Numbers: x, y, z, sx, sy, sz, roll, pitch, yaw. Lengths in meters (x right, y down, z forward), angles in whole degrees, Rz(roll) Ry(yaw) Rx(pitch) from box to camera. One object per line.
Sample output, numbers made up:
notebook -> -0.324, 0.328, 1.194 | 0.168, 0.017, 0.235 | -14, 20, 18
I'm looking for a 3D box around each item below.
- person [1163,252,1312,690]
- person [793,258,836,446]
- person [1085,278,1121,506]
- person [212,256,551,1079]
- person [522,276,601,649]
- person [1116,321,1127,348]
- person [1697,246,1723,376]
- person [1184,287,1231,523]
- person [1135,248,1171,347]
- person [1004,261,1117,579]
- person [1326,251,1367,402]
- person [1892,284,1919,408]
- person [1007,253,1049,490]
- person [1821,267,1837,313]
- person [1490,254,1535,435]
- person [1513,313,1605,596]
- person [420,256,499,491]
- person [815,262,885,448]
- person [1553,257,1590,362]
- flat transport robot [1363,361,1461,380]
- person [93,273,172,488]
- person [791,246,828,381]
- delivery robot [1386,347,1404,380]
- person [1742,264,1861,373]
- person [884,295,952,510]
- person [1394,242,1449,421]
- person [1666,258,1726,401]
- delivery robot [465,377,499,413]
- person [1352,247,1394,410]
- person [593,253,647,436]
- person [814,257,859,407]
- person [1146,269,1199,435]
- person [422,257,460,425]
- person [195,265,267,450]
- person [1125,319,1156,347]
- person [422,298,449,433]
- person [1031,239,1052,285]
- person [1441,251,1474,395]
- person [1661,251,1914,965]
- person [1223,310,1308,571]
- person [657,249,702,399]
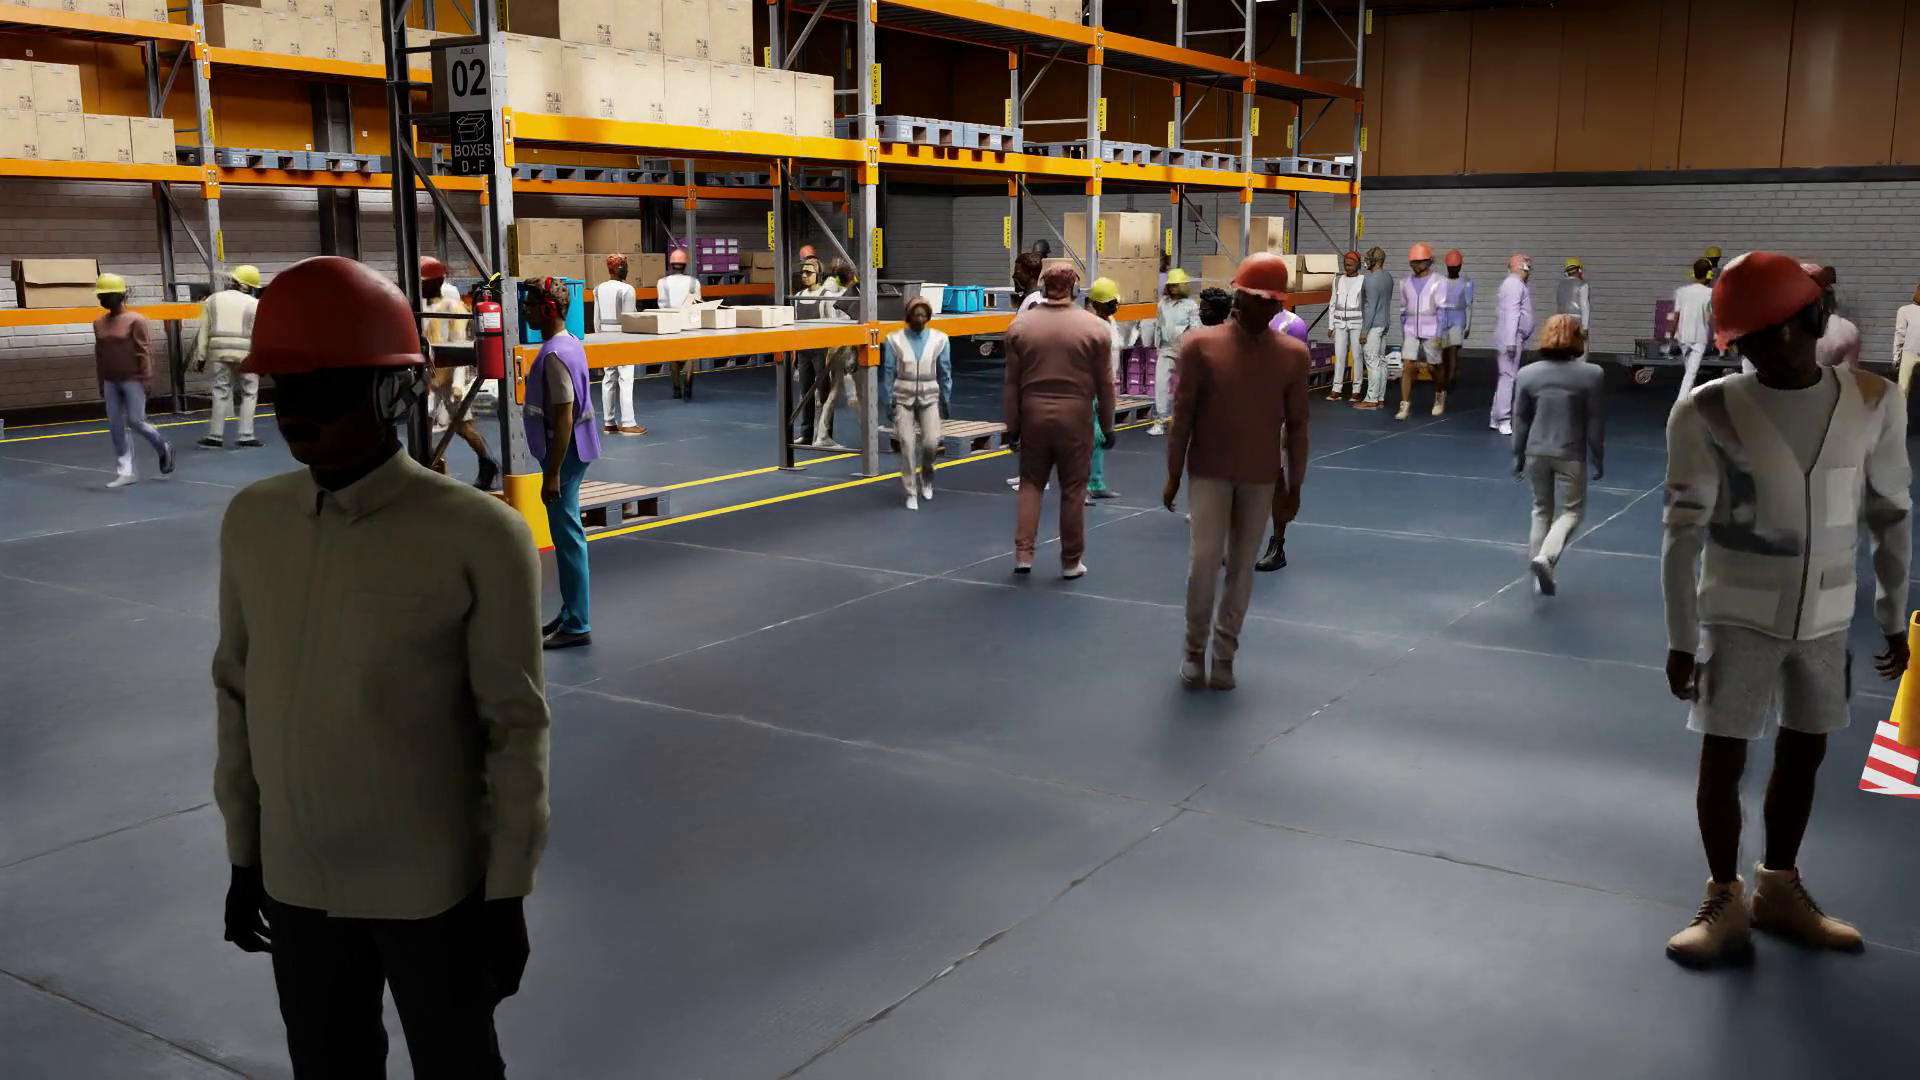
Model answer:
person -> 1.241, -0.288, 7.422 | 0.637, 1.965, 0.487 | 0, 10, -2
person -> -1.427, -1.806, 16.179 | 0.506, 1.847, 0.345 | 7, 12, 34
person -> 1.078, -1.135, 12.804 | 0.354, 1.726, 0.643 | 4, 11, 20
person -> -0.972, 0.540, 2.760 | 0.609, 1.996, 0.379 | 3, 11, 16
person -> -1.987, -0.382, 8.296 | 0.390, 1.843, 0.566 | -2, 10, -12
person -> 2.560, -3.878, 27.669 | 0.633, 1.842, 0.429 | -1, 10, -7
person -> 11.245, -3.426, 24.929 | 0.588, 1.928, 0.383 | -5, 11, -25
person -> 1.792, -0.922, 11.693 | 0.319, 1.695, 0.539 | -3, 11, -16
person -> 2.735, -3.018, 22.694 | 0.637, 1.919, 0.672 | 6, 12, 29
person -> 0.598, -0.694, 9.881 | 0.658, 1.904, 0.437 | 3, 11, 16
person -> 4.894, -2.677, 20.889 | 0.574, 1.887, 0.355 | 7, 13, 35
person -> 9.877, -1.864, 17.115 | 0.498, 1.629, 0.276 | 5, 12, 27
person -> 0.595, -1.361, 13.511 | 0.398, 1.920, 0.588 | 0, 10, -2
person -> 12.658, -3.180, 24.371 | 0.272, 1.636, 0.507 | 9, 14, 42
person -> 5.819, -2.051, 17.476 | 0.394, 1.875, 0.752 | 3, 11, 14
person -> 3.342, -0.465, 9.374 | 0.511, 1.614, 0.550 | 8, 13, 38
person -> -4.052, -1.280, 13.128 | 0.560, 1.907, 0.906 | 4, 11, 23
person -> -1.064, -1.797, 16.258 | 0.589, 1.800, 0.960 | 10, 14, 43
person -> 8.160, -2.863, 22.181 | 0.488, 1.794, 0.626 | -6, 12, -29
flat transport robot -> 6.571, -2.499, 24.385 | 0.652, 0.197, 1.431 | -6, 12, -32
person -> -6.853, -1.320, 13.726 | 0.533, 1.753, 0.514 | 3, 11, 14
person -> -2.098, -3.194, 23.597 | 0.636, 1.951, 1.014 | -6, 12, -30
delivery robot -> 5.957, -2.393, 22.747 | 0.477, 0.478, 0.707 | 4, 11, 21
person -> 4.857, -0.653, 9.680 | 0.646, 1.888, 0.591 | 8, 13, 37
person -> -0.323, -1.033, 12.537 | 0.520, 1.622, 0.428 | -1, 10, -7
person -> 5.265, -2.367, 18.871 | 0.610, 2.005, 0.999 | 7, 13, 35
person -> 7.959, -2.103, 17.892 | 0.960, 1.818, 0.539 | -6, 12, -32
delivery robot -> -5.398, -1.687, 18.836 | 0.477, 0.478, 0.707 | -2, 10, -10
person -> 4.952, -2.526, 19.910 | 0.373, 1.940, 0.629 | 7, 12, 34
person -> -3.533, -2.019, 17.256 | 0.584, 1.882, 0.347 | 7, 12, 33
person -> -1.476, -2.495, 20.065 | 0.719, 1.821, 0.642 | 2, 10, 9
person -> 2.186, -1.922, 17.144 | 0.512, 1.713, 0.737 | 6, 12, 32
person -> -5.592, -2.081, 17.703 | 0.633, 1.845, 0.429 | -2, 10, -9
person -> -7.081, -1.762, 16.125 | 0.742, 1.785, 0.417 | -1, 10, -4
person -> 3.055, -3.828, 27.317 | 1.033, 1.865, 0.688 | -5, 11, -27
person -> -5.579, -1.956, 17.592 | 0.313, 1.640, 0.515 | -8, 13, -39
person -> 1.200, -3.435, 24.664 | 0.688, 2.000, 0.536 | 8, 13, 38
person -> 6.517, -2.886, 22.094 | 0.548, 1.889, 0.979 | 5, 12, 27
person -> 2.258, 0.216, 4.593 | 0.683, 1.991, 0.486 | 1, 10, 3
person -> 1.846, -0.779, 10.233 | 0.545, 1.938, 0.355 | 10, 14, 43
person -> -3.536, -2.712, 21.035 | 0.552, 1.917, 0.749 | -2, 10, -11
